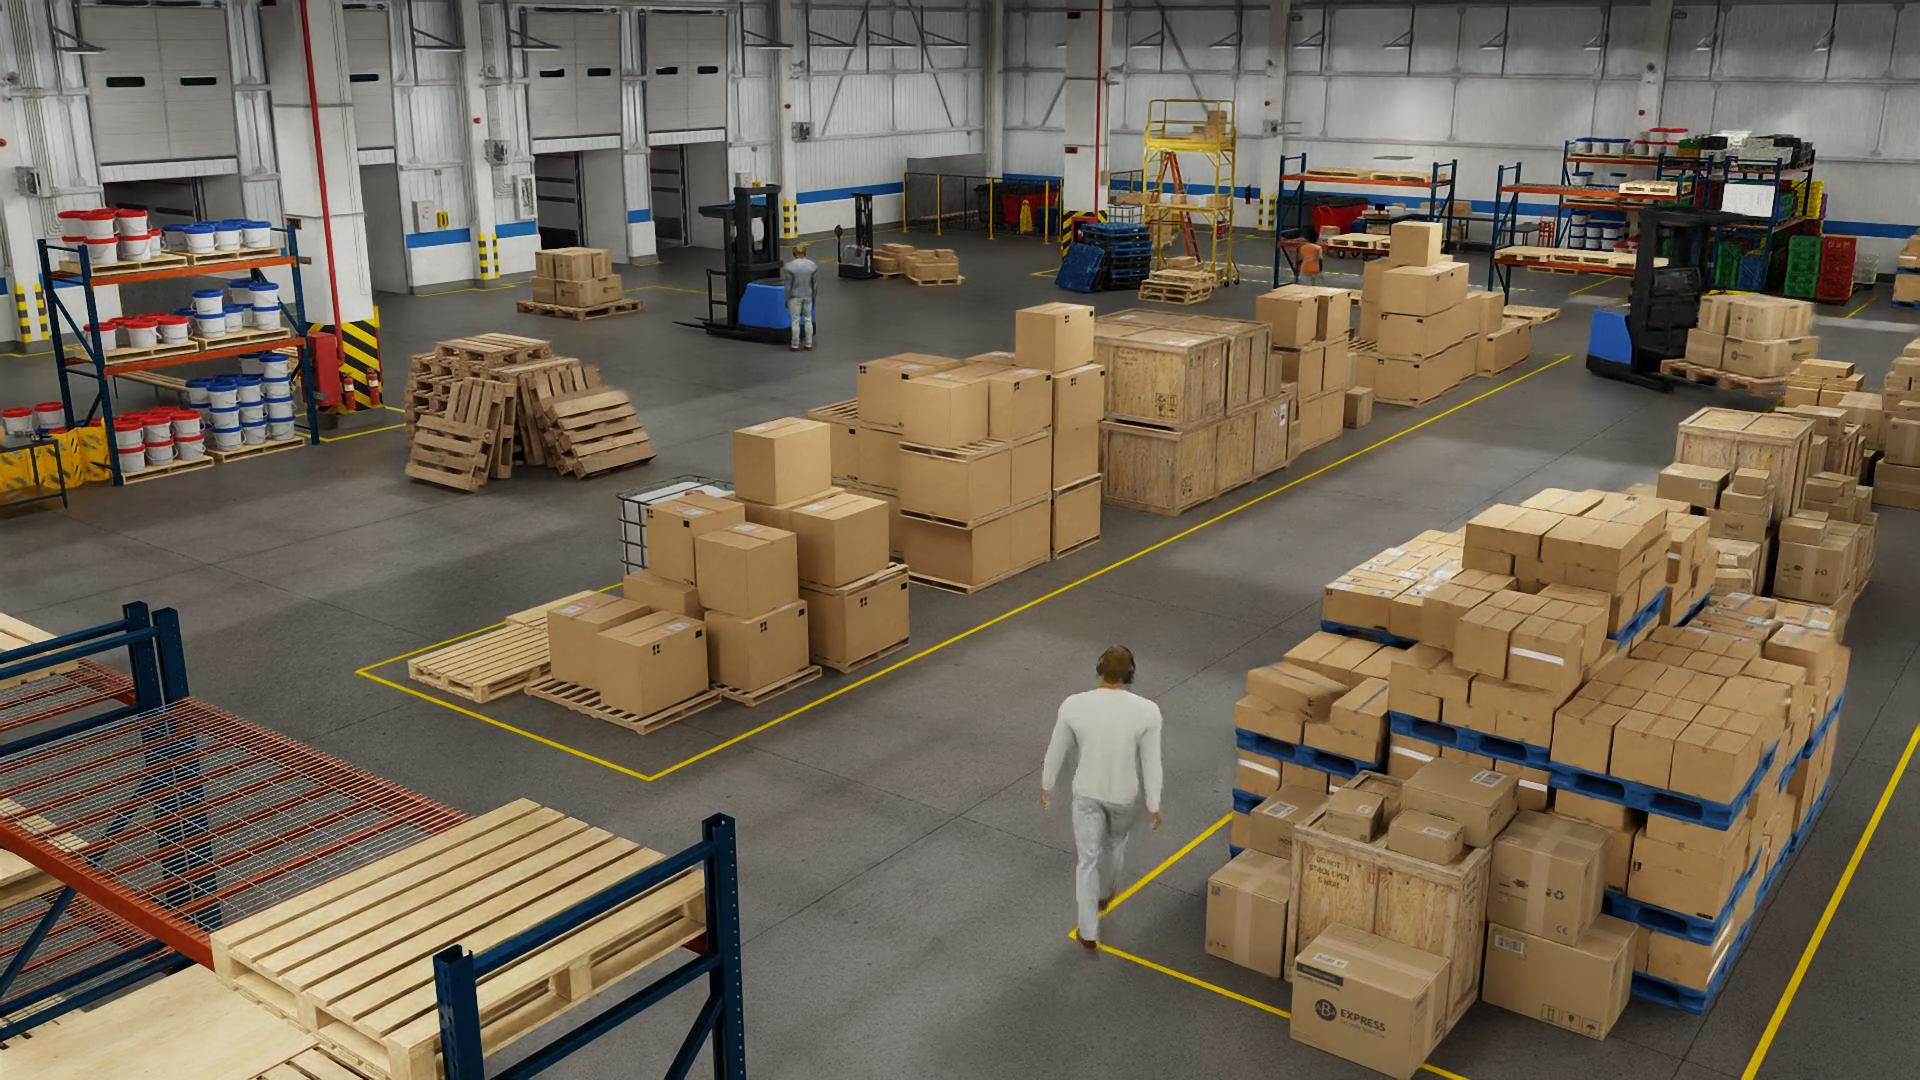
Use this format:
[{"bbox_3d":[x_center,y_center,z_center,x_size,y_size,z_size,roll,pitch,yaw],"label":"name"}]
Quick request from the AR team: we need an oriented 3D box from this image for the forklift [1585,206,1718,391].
[{"bbox_3d":[11.322,-3.991,26.989,1.129,2.768,1.873,-6,18,-20],"label":"forklift"}]

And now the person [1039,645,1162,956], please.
[{"bbox_3d":[0.869,1.546,10.330,0.760,1.883,0.959,2,17,7],"label":"person"}]

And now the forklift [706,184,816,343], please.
[{"bbox_3d":[-3.717,-5.181,30.929,1.873,2.768,1.129,12,21,35],"label":"forklift"}]

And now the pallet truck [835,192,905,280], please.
[{"bbox_3d":[-1.936,-7.159,38.982,1.885,1.965,0.823,-12,21,-34],"label":"pallet truck"}]

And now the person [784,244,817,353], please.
[{"bbox_3d":[-2.841,-4.308,29.665,0.636,1.931,0.377,-9,19,-28],"label":"person"}]

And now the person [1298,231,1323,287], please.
[{"bbox_3d":[7.186,-5.512,34.149,0.586,1.633,0.891,11,20,32],"label":"person"}]
